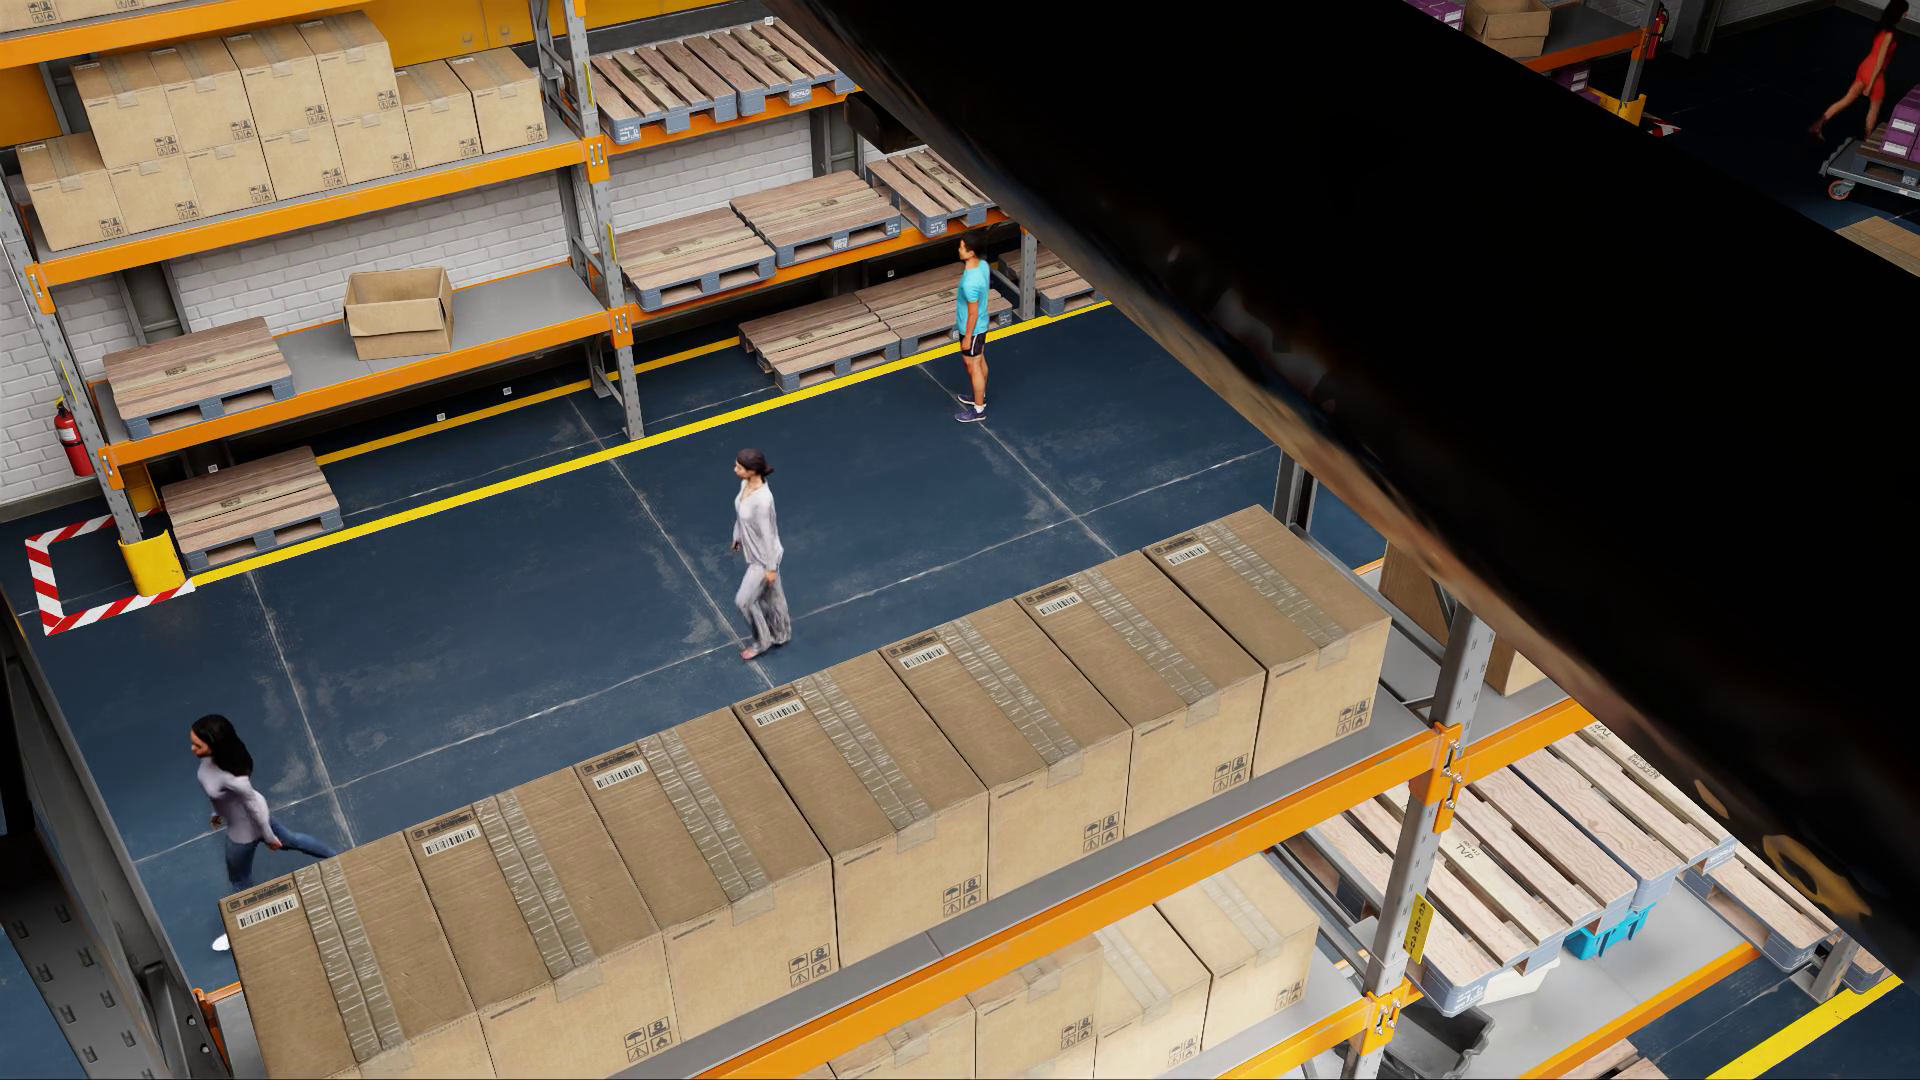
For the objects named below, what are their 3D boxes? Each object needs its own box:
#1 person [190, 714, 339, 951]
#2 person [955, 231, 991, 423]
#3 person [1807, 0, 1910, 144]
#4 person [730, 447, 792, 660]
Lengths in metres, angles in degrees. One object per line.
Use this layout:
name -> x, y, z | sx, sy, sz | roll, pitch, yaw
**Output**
person -> -4.144, 1.638, 9.935 | 1.152, 1.692, 0.652 | -23, 44, -26
person -> 0.123, -1.828, 14.209 | 0.718, 1.774, 0.689 | 5, 39, 6
person -> 9.996, -5.141, 18.431 | 1.197, 1.683, 1.014 | 2, 39, 2
person -> -1.329, 0.073, 11.841 | 0.691, 1.760, 0.689 | -13, 40, -15
